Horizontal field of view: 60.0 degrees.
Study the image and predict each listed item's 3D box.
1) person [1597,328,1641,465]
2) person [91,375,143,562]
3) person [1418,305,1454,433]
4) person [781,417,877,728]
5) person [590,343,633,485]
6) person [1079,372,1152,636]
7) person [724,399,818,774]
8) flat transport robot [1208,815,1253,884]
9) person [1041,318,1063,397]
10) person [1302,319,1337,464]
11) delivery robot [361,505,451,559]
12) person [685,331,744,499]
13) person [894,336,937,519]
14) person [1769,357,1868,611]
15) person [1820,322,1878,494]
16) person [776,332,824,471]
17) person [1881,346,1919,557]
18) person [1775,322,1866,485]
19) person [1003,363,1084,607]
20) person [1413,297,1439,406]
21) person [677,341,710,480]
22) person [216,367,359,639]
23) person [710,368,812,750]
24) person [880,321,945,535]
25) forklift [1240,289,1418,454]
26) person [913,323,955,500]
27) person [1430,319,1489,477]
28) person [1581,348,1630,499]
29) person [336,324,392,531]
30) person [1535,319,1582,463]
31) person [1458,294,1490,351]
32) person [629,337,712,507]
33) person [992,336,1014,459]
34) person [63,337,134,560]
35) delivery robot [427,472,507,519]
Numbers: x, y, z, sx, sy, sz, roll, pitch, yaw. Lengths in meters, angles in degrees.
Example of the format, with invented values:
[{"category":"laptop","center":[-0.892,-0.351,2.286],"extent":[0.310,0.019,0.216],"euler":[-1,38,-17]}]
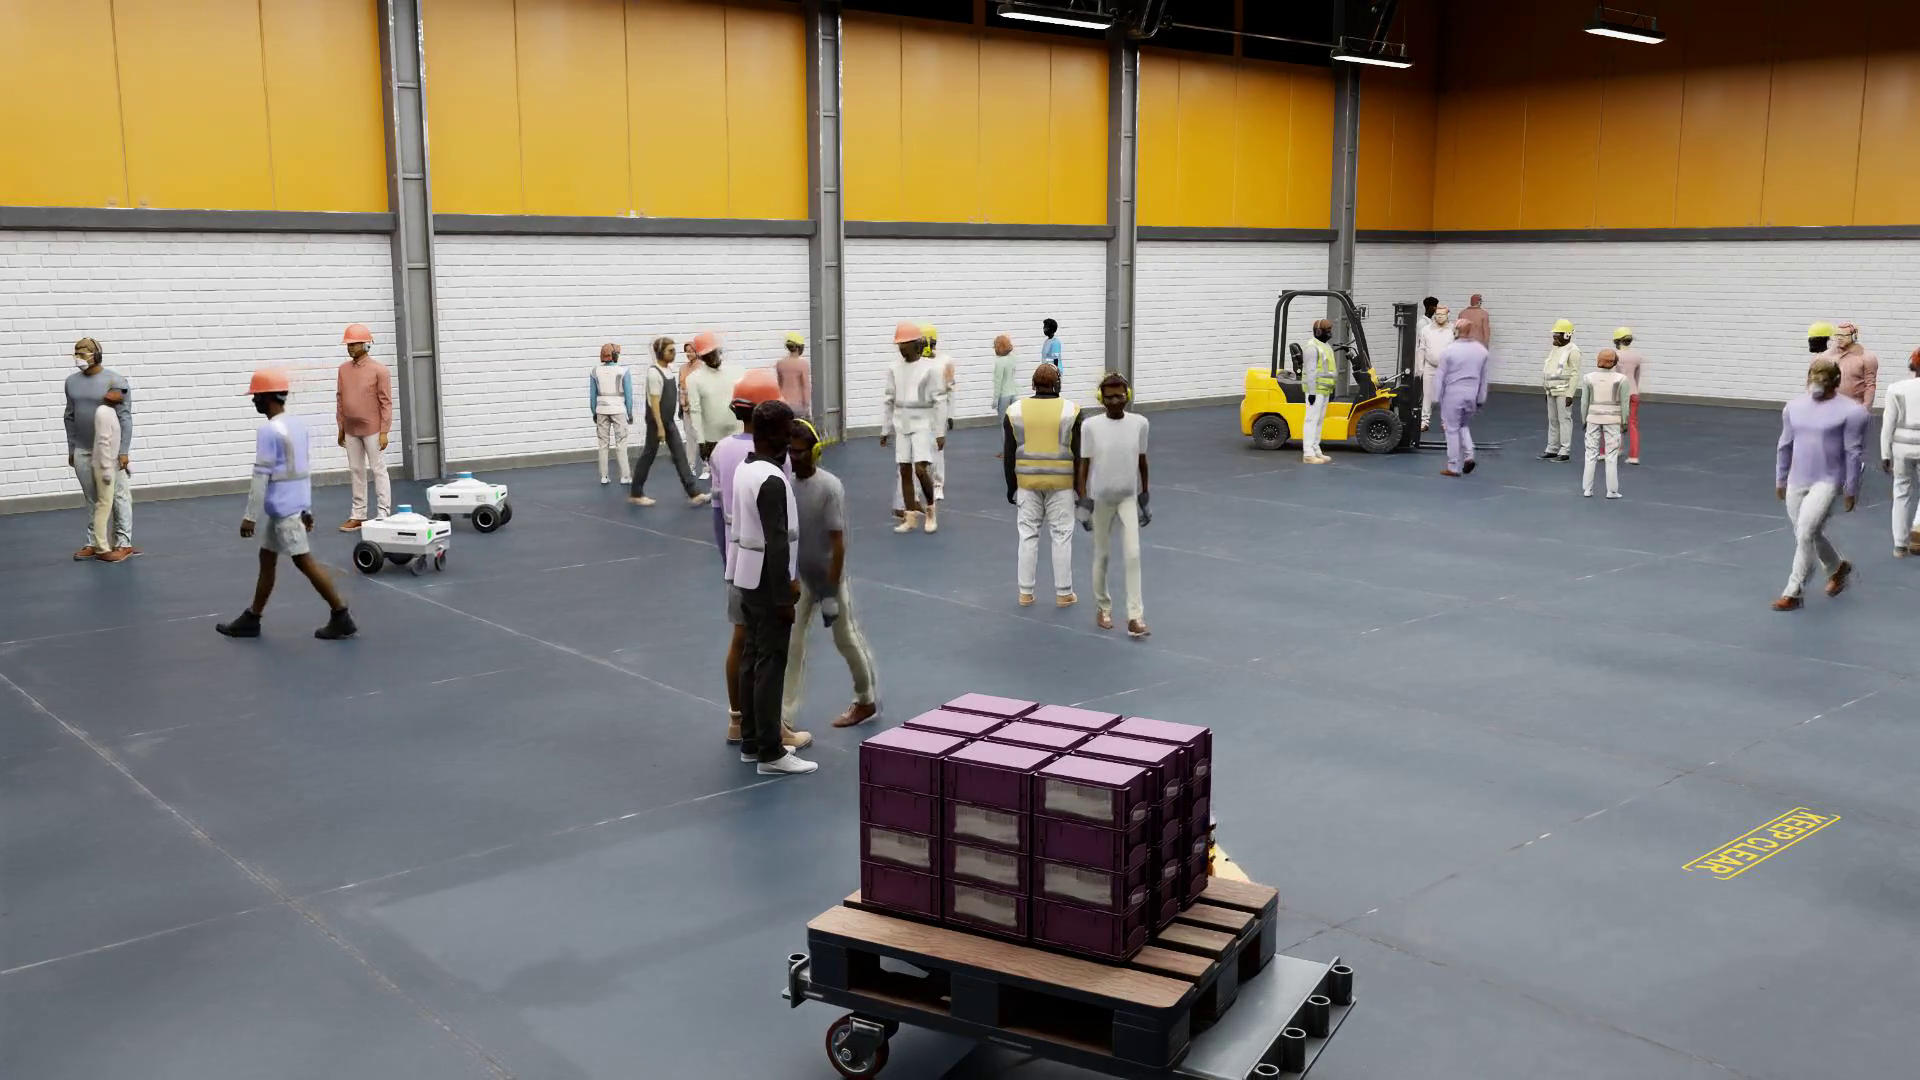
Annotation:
[{"category":"person","center":[8.406,-1.812,21.180],"extent":[0.573,1.688,0.716],"euler":[-3,10,-17]},{"category":"person","center":[-7.350,-0.621,14.420],"extent":[0.352,1.616,0.501],"euler":[-2,10,-11]},{"category":"person","center":[7.176,-2.559,24.911],"extent":[0.639,1.911,0.402],"euler":[4,11,24]},{"category":"person","center":[-0.768,0.224,8.983],"extent":[0.517,1.787,1.047],"euler":[8,12,38]},{"category":"person","center":[-4.018,-1.447,19.199],"extent":[0.515,1.636,0.314],"euler":[2,10,12]},{"category":"person","center":[1.107,-0.235,11.532],"extent":[0.553,1.825,0.887],"euler":[-1,10,-6]},{"category":"person","center":[-0.991,0.239,8.510],"extent":[0.392,1.915,0.590],"euler":[-4,11,-23]},{"category":"flat transport robot","center":[0.432,1.344,6.847],"extent":[1.431,0.197,0.652],"euler":[-2,10,-9]},{"category":"person","center":[1.407,-2.550,25.498],"extent":[0.321,1.690,0.536],"euler":[-2,10,-14]},{"category":"person","center":[4.588,-1.897,21.230],"extent":[0.430,1.843,0.625],"euler":[6,11,30]},{"category":"delivery robot","center":[-4.633,-0.053,13.921],"extent":[0.707,0.478,0.477],"euler":[3,10,17]},{"category":"person","center":[-2.202,-0.956,15.434],"extent":[0.693,1.947,0.479],"euler":[-4,11,-23]},{"category":"person","center":[-0.447,-1.123,16.707],"extent":[0.505,1.835,0.656],"euler":[-1,10,-4]},{"category":"person","center":[6.483,-0.433,12.496],"extent":[0.922,1.907,0.638],"euler":[-6,11,-30]},{"category":"person","center":[9.788,-1.461,18.489],"extent":[0.402,1.906,0.652],"euler":[-7,12,-36]},{"category":"person","center":[-1.917,-1.599,19.776],"extent":[0.528,1.739,0.745],"euler":[5,11,27]},{"category":"person","center":[8.317,-0.749,14.440],"extent":[0.596,1.865,0.542],"euler":[6,11,31]},{"category":"person","center":[9.879,-1.538,18.971],"extent":[0.844,1.899,0.587],"euler":[2,10,10]},{"category":"person","center":[0.649,-0.411,12.526],"extent":[0.633,1.843,0.429],"euler":[2,10,12]},{"category":"person","center":[7.926,-3.164,28.330],"extent":[0.402,1.954,0.609],"euler":[5,11,29]},{"category":"person","center":[-3.124,-1.530,19.665],"extent":[0.512,1.642,0.312],"euler":[6,11,30]},{"category":"person","center":[-4.629,-0.237,11.384],"extent":[0.999,1.889,0.566],"euler":[-1,10,-3]},{"category":"person","center":[-1.061,0.113,8.858],"extent":[0.615,2.047,0.358],"euler":[9,13,44]},{"category":"person","center":[-0.459,-1.055,15.756],"extent":[0.631,2.026,0.410],"euler":[6,11,31]},{"category":"forklift","center":[5.034,-2.339,22.783],"extent":[2.313,2.155,1.214],"euler":[3,10,16]},{"category":"person","center":[-0.345,-1.388,18.010],"extent":[0.589,1.924,0.384],"euler":[2,10,9]},{"category":"person","center":[5.974,-1.703,19.967],"extent":[0.653,1.892,0.436],"euler":[-4,10,-21]},{"category":"person","center":[7.019,-1.257,18.114],"extent":[0.518,1.640,0.329],"euler":[7,12,37]},{"category":"person","center":[-5.699,-1.062,15.888],"extent":[0.612,1.995,0.376],"euler":[4,10,20]},{"category":"person","center":[7.677,-1.906,21.308],"extent":[0.403,1.833,0.586],"euler":[-2,10,-12]},{"category":"person","center":[9.931,-3.787,32.104],"extent":[0.644,1.908,0.408],"euler":[9,13,43]},{"category":"person","center":[-3.071,-1.220,17.394],"extent":[0.989,1.792,0.531],"euler":[3,10,15]},{"category":"person","center":[0.574,-1.850,21.632],"extent":[0.300,1.606,0.588],"euler":[3,10,19]},{"category":"person","center":[-7.470,-0.783,14.422],"extent":[0.631,1.939,0.369],"euler":[2,10,12]},{"category":"delivery robot","center":[-4.753,-0.414,16.031],"extent":[0.707,0.478,0.477],"euler":[0,10,0]}]
